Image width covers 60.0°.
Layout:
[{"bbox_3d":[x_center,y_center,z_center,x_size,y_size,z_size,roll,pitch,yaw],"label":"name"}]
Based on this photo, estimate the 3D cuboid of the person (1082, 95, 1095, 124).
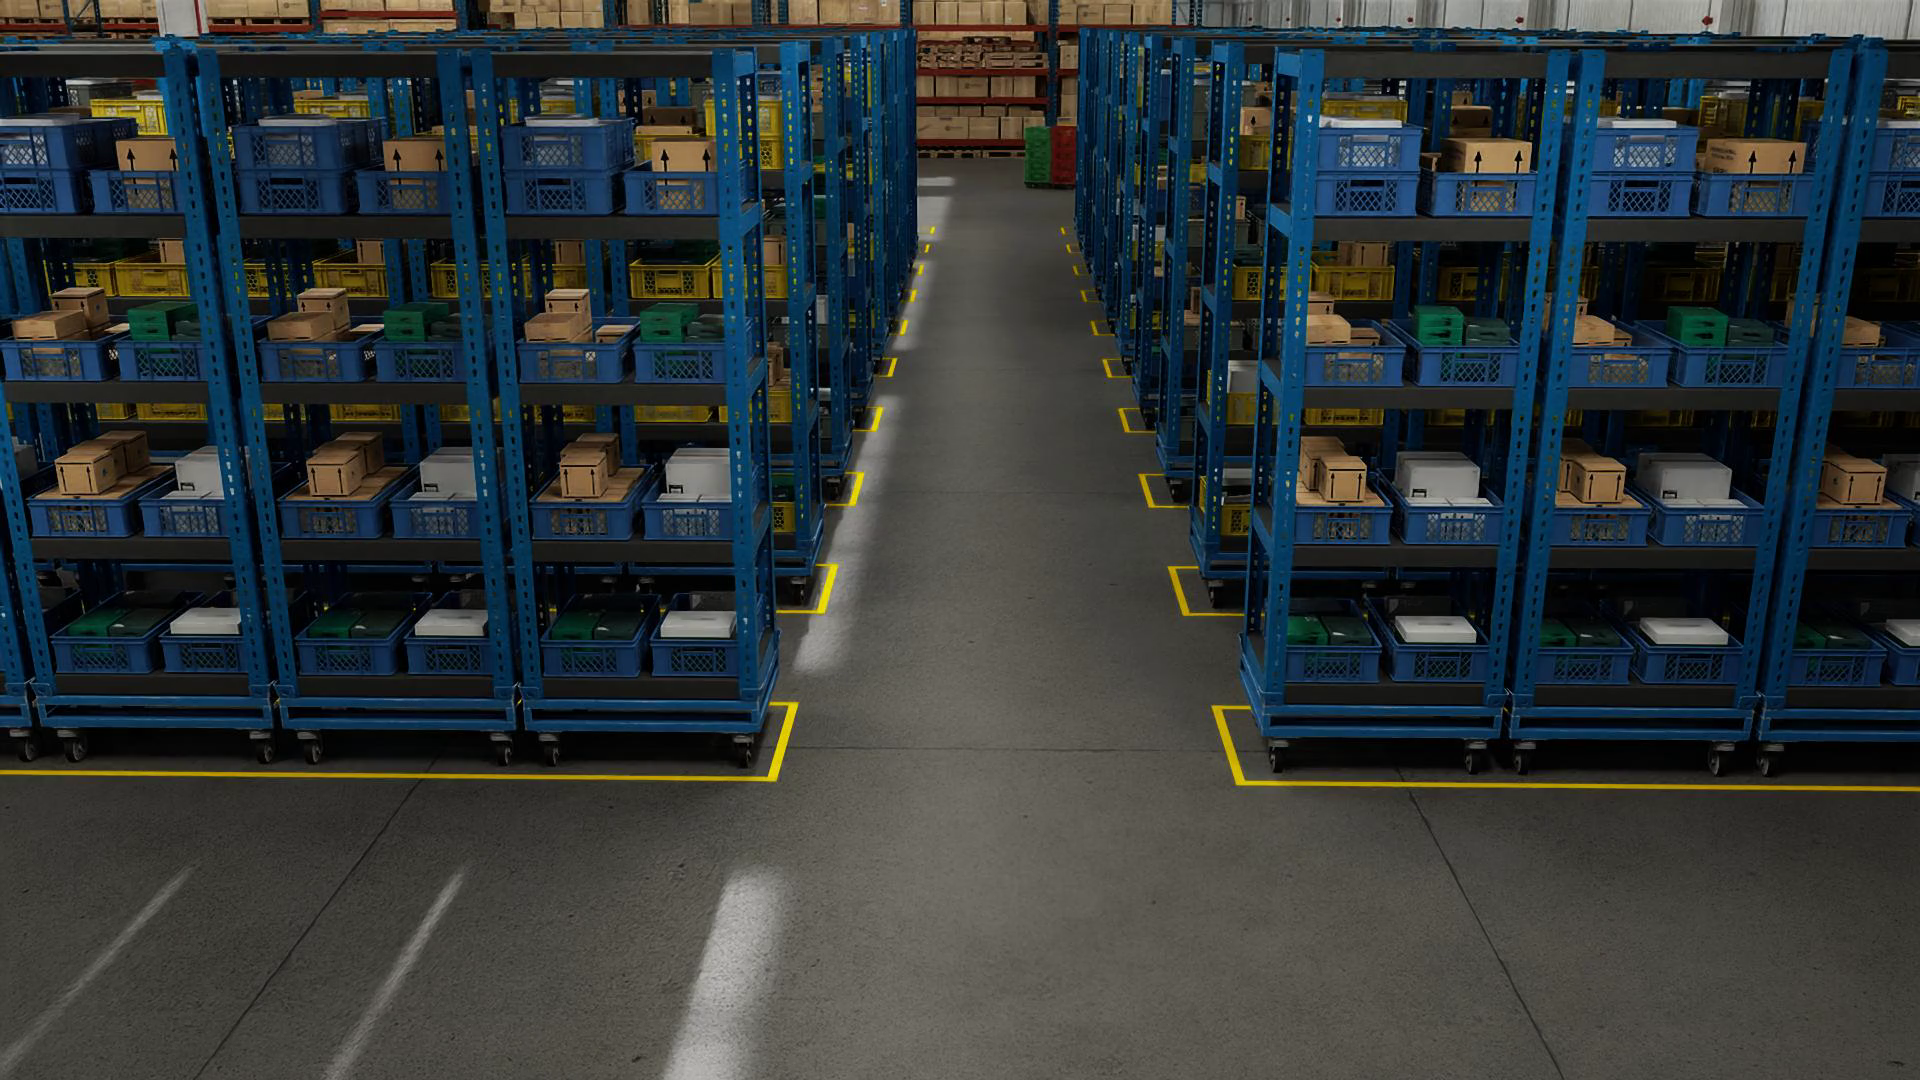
[{"bbox_3d":[3.322,-10.502,42.588,0.611,1.985,0.415,-2,17,-5],"label":"person"}]
